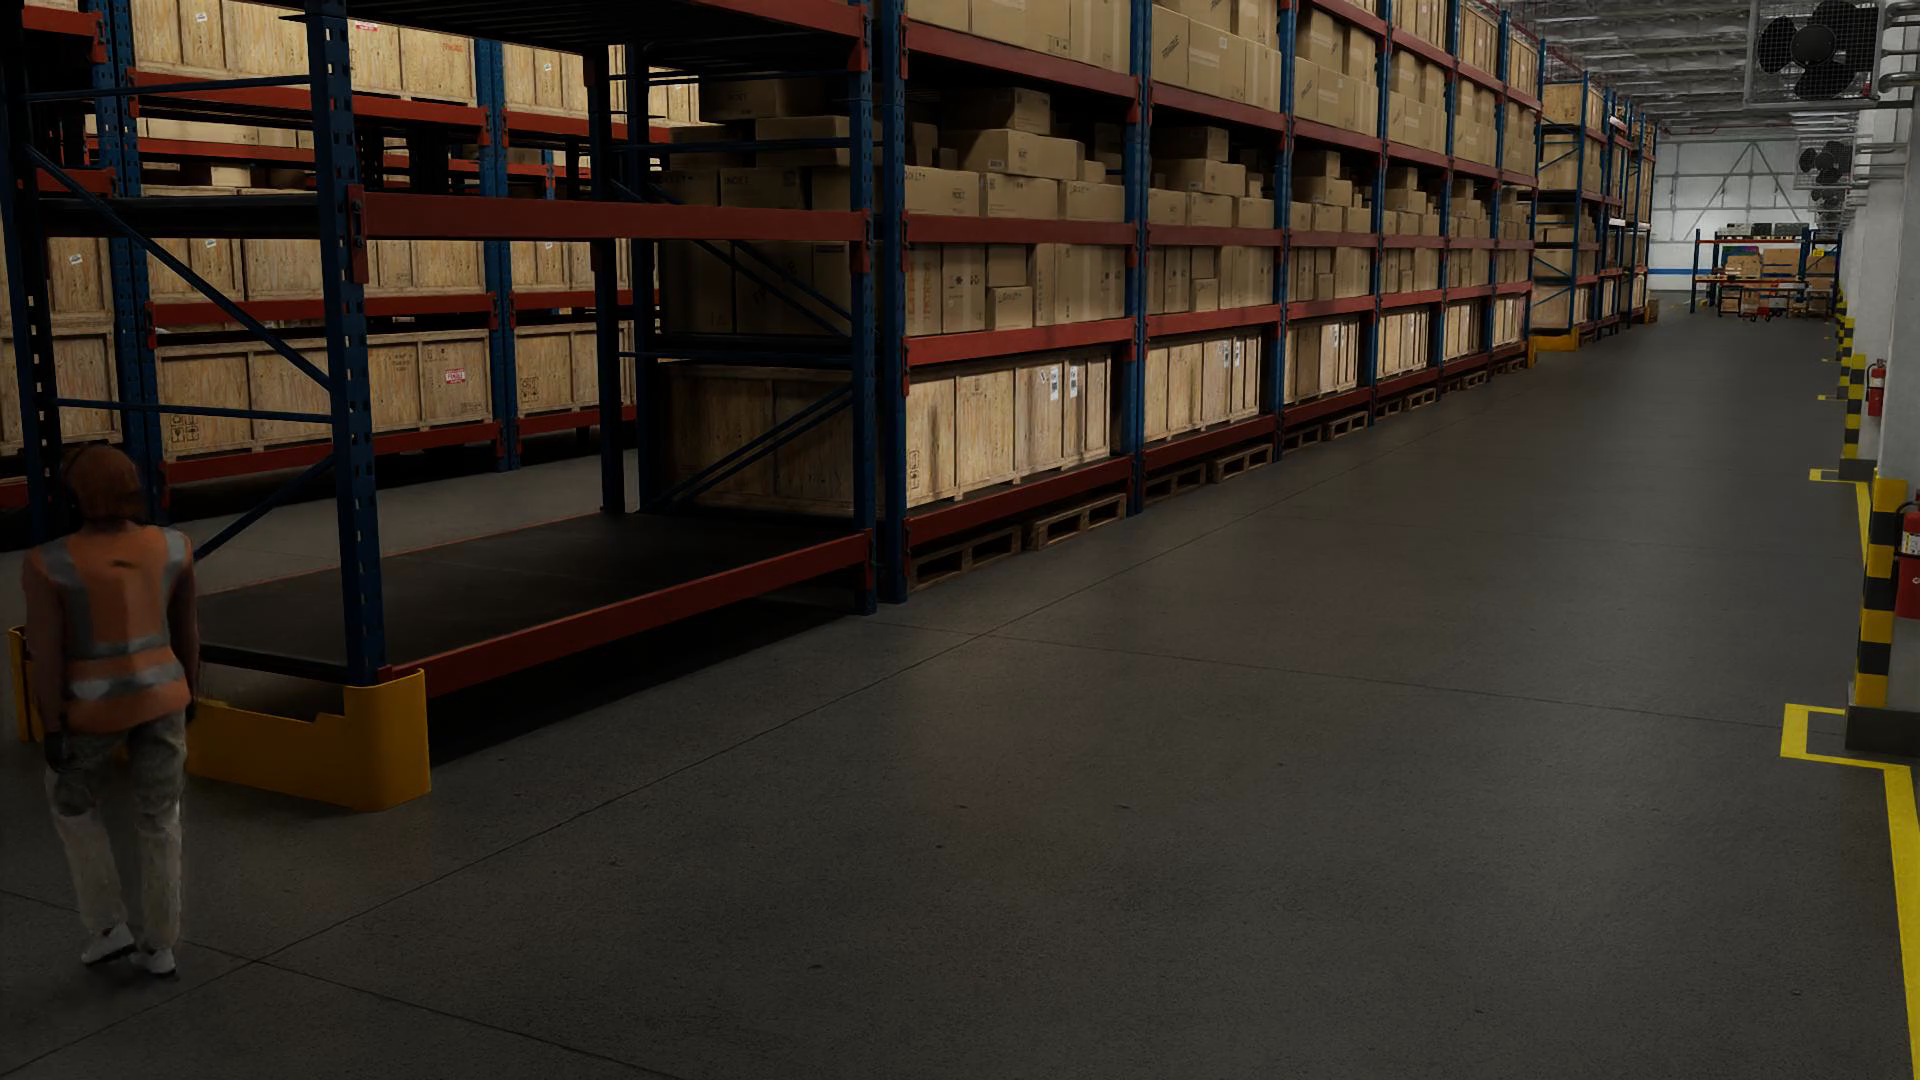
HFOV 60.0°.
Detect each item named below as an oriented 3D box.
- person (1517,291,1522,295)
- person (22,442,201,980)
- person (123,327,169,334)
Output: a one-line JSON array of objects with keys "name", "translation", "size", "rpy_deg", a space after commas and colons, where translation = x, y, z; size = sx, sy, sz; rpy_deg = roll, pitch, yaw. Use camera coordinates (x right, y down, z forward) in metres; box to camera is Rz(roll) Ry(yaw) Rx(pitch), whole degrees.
[{"name": "person", "translation": [10.742, -4.333, 32.287], "size": [0.683, 1.891, 0.648], "rpy_deg": [5, 11, 29]}, {"name": "person", "translation": [-2.521, 0.514, 4.988], "size": [0.429, 1.620, 0.530], "rpy_deg": [9, 13, 42]}, {"name": "person", "translation": [-8.104, -1.536, 16.556], "size": [0.579, 1.739, 0.386], "rpy_deg": [-2, 10, -12]}]
